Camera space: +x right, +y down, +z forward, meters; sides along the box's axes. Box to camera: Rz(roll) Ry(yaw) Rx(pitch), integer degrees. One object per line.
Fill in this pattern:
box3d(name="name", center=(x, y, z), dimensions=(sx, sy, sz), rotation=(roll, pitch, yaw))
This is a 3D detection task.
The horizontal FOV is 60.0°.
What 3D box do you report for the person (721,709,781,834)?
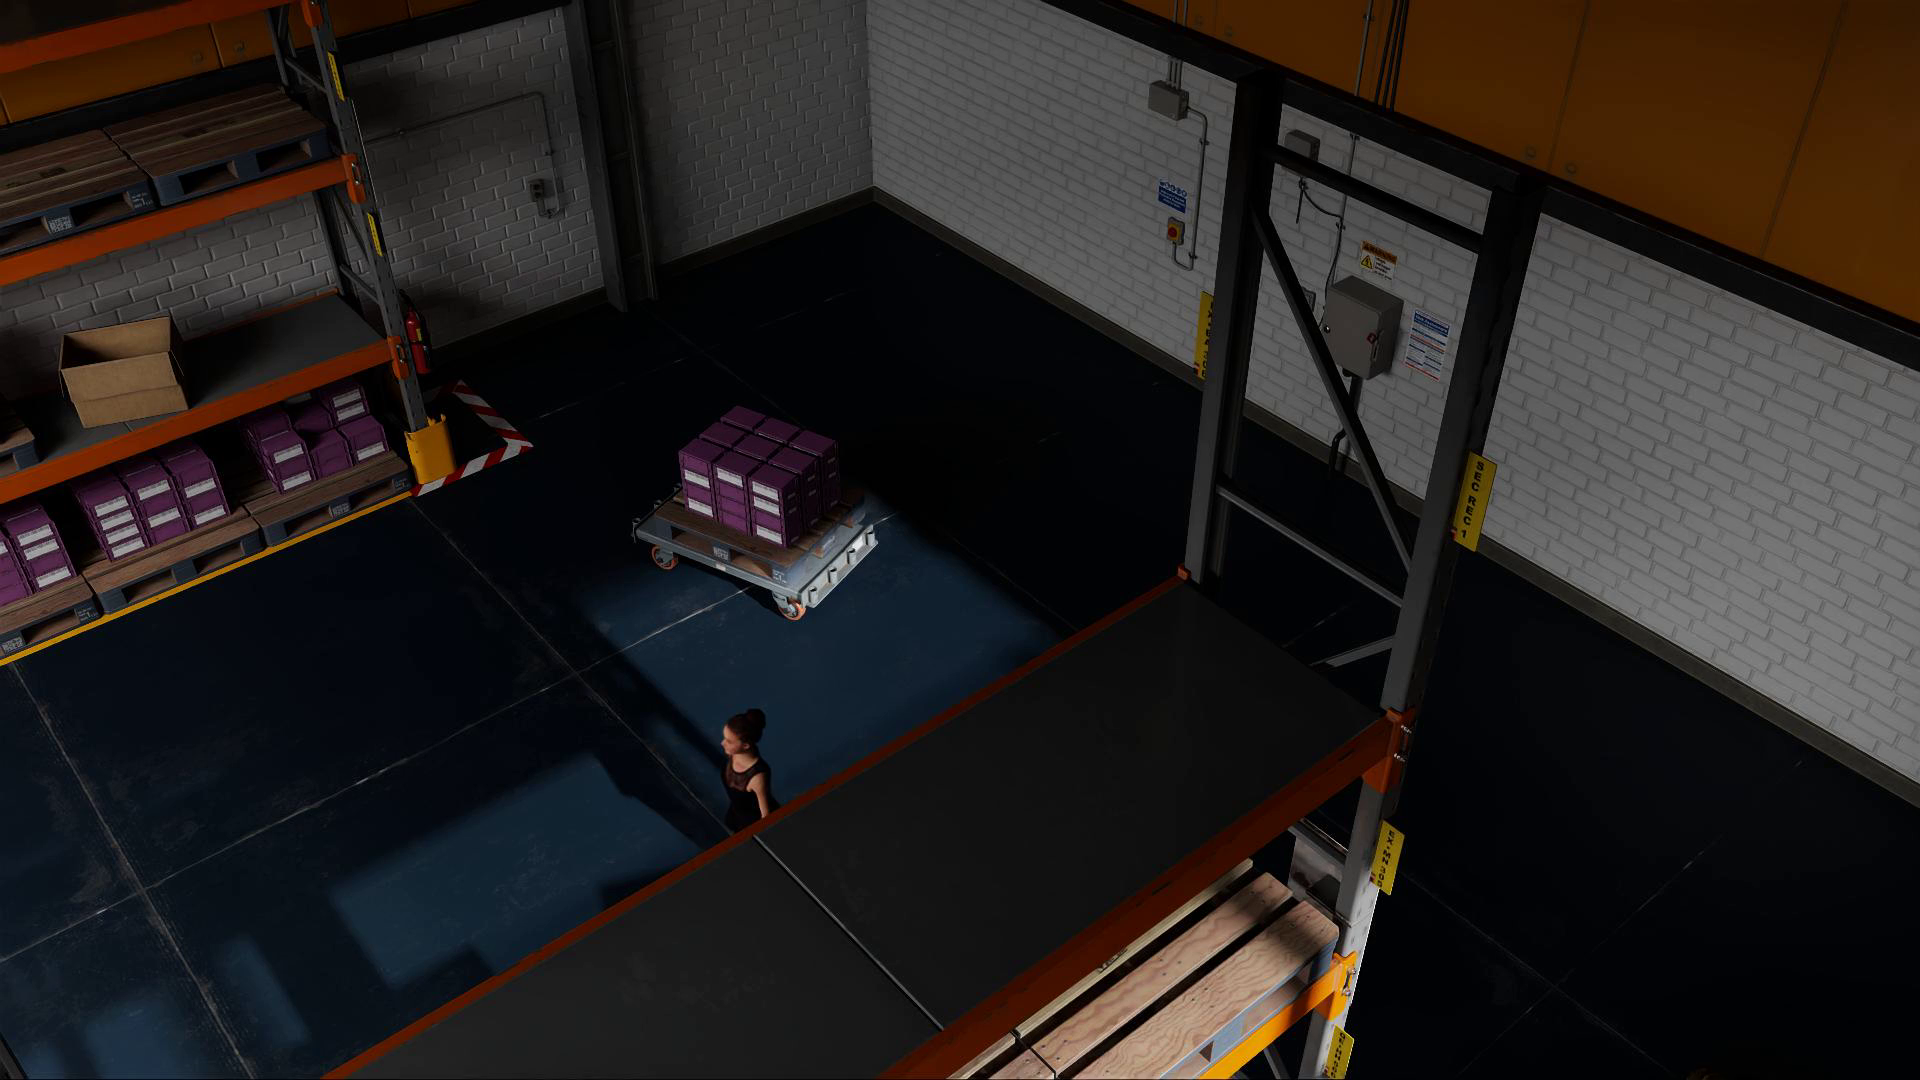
box3d(name="person", center=(-1.169, 1.594, 9.490), dimensions=(0.608, 1.674, 0.611), rotation=(-20, 43, -23))
